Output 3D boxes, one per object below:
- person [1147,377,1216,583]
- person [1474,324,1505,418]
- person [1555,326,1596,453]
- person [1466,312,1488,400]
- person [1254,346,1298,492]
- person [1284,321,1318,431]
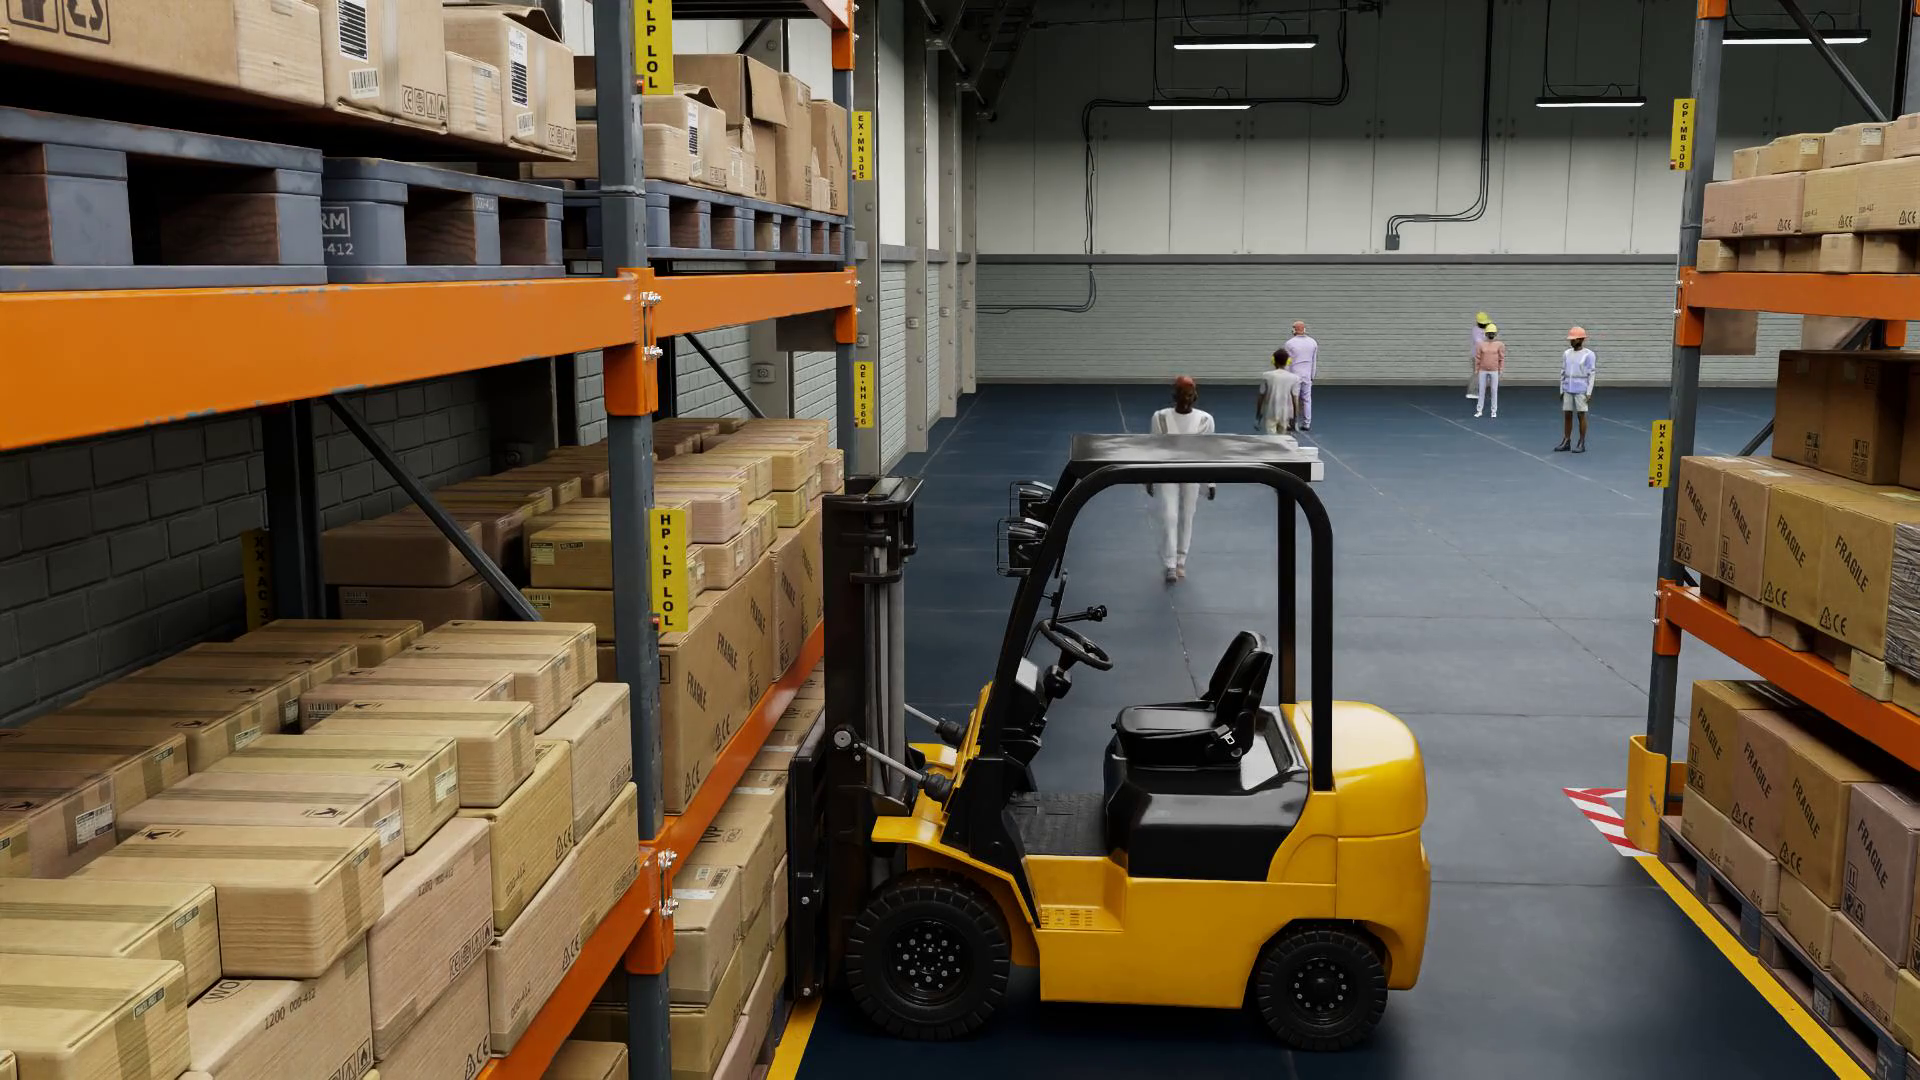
[{"bbox_3d":[2.014,-0.529,15.018,0.608,1.844,0.911,1,9,4],"label":"person"},{"bbox_3d":[9.989,-3.191,31.406,0.533,1.768,0.313,5,10,26],"label":"person"},{"bbox_3d":[9.421,-2.298,25.483,0.373,1.935,0.552,-7,11,-35],"label":"person"},{"bbox_3d":[11.120,-3.939,35.643,0.372,1.874,0.694,4,10,25],"label":"person"},{"bbox_3d":[4.050,-1.543,21.218,0.517,1.842,0.834,-2,9,-9],"label":"person"},{"bbox_3d":[5.853,-2.828,28.805,0.639,1.902,0.407,-4,10,-22],"label":"person"}]
